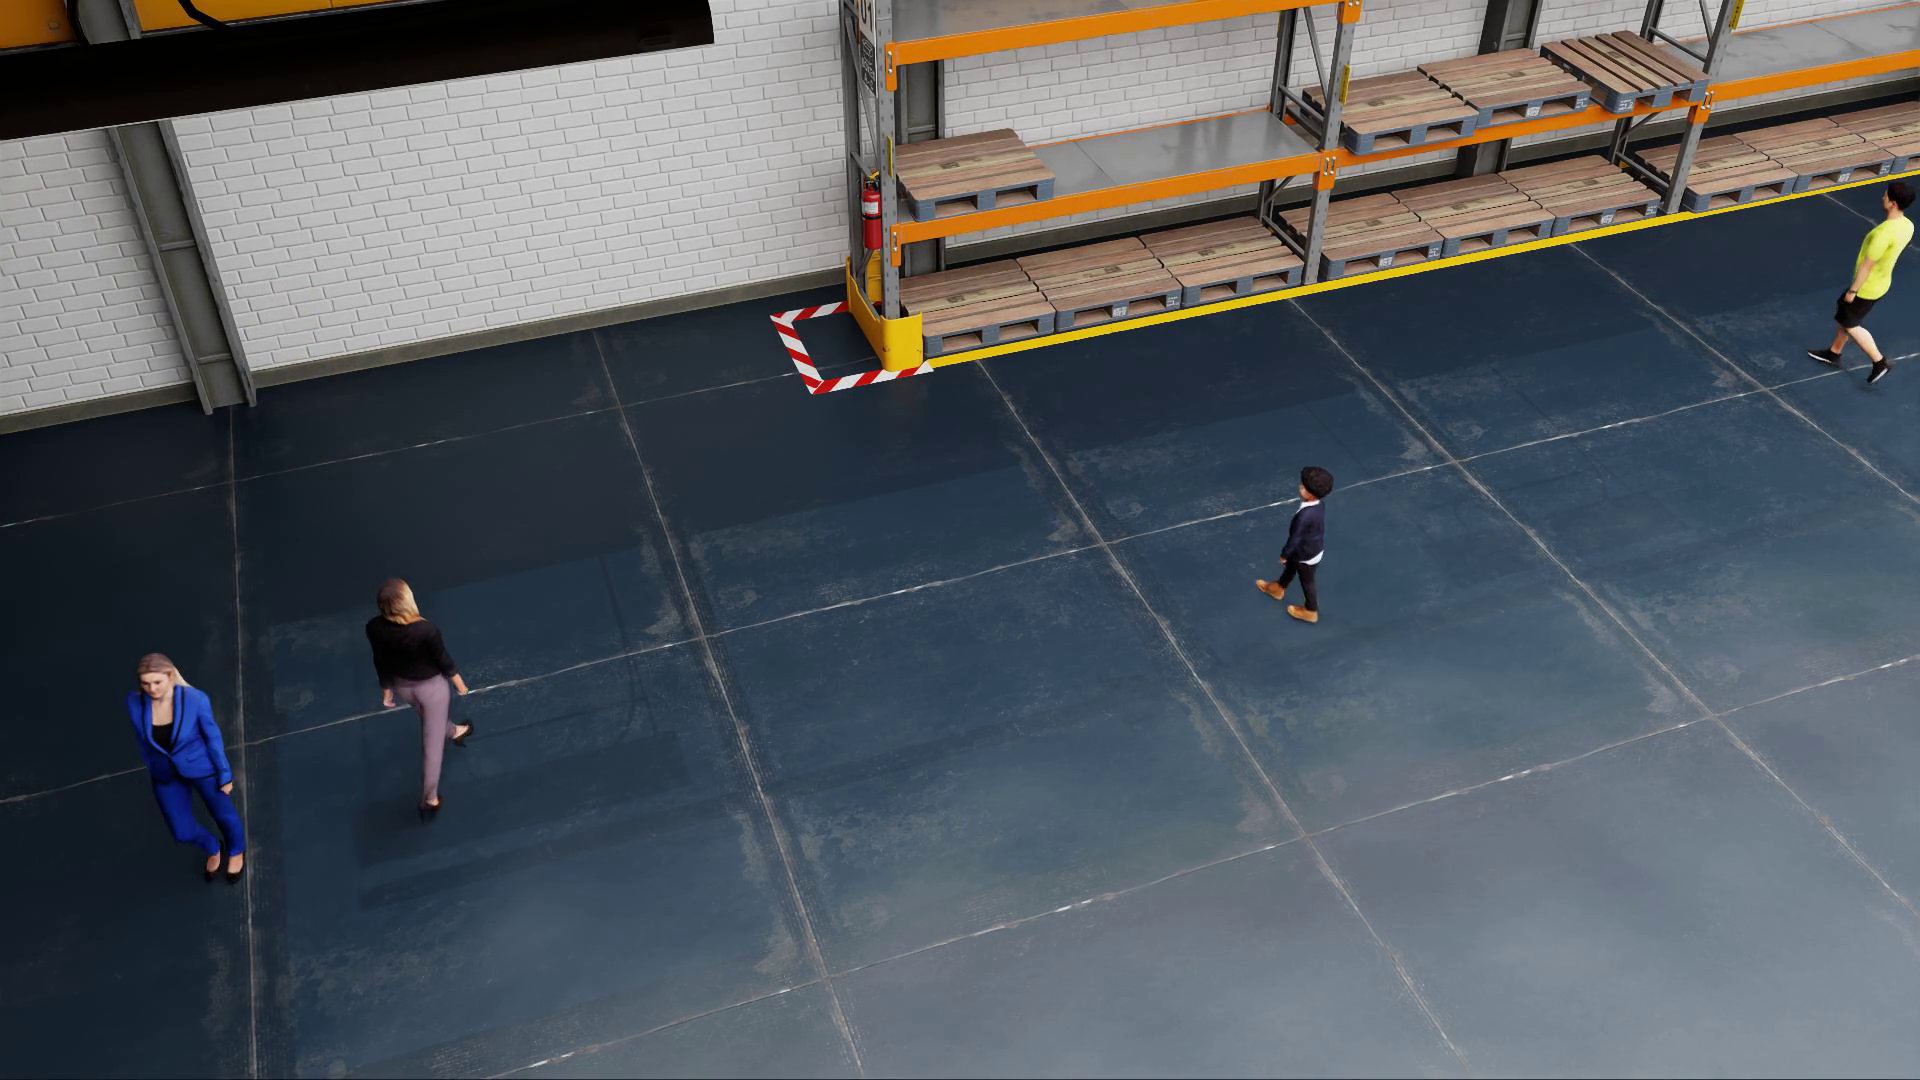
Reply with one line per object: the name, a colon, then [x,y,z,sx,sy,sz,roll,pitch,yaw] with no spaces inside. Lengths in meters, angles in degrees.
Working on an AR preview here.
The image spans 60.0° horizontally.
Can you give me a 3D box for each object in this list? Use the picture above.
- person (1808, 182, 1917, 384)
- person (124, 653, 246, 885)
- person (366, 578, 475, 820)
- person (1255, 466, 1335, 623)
person: [7.437,-2.053,13.460,0.977,1.688,0.920,-30,48,-32]
person: [-4.301,1.234,9.342,0.580,1.691,0.736,-5,39,-6]
person: [-3.178,0.966,9.727,1.053,1.631,1.001,8,39,10]
person: [2.390,0.051,11.212,0.799,1.207,0.755,20,43,23]
